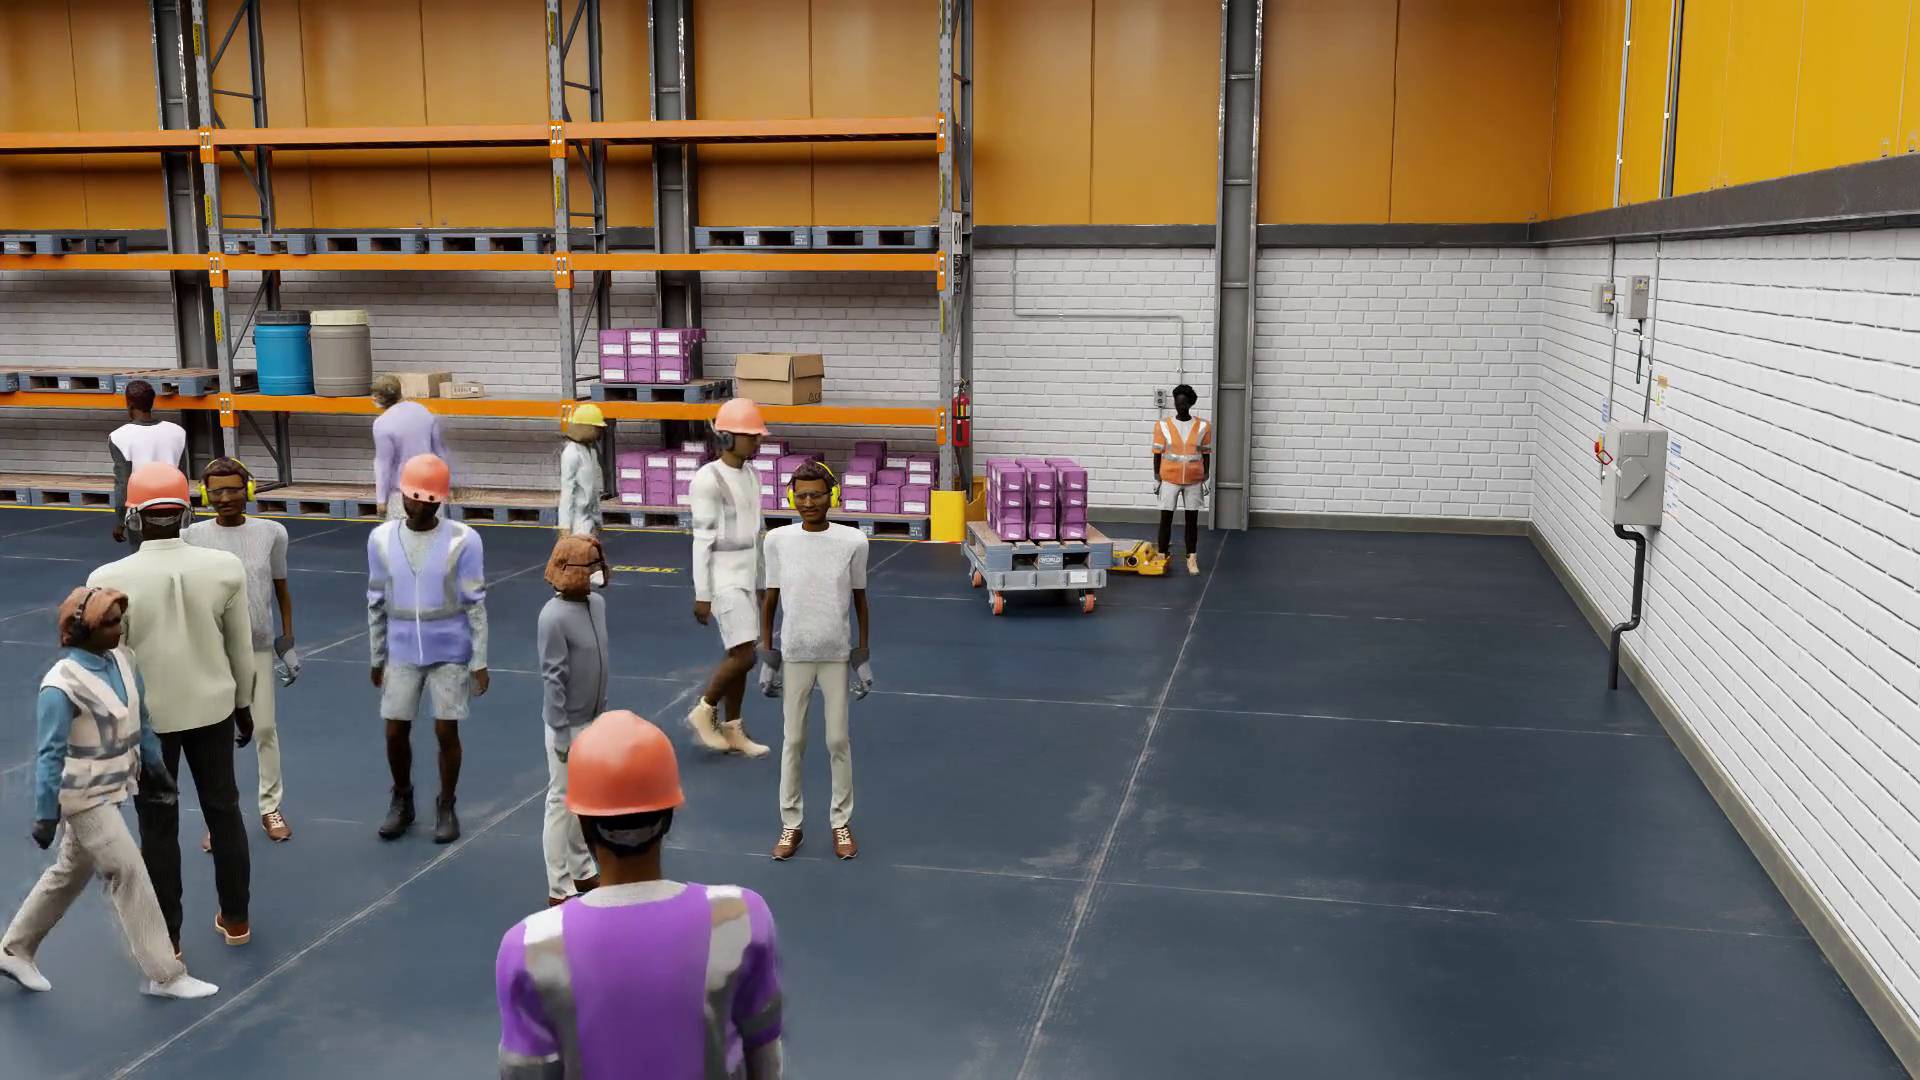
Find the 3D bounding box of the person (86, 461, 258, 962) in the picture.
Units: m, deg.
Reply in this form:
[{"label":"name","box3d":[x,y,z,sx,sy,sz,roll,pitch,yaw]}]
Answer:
[{"label":"person","box3d":[-3.110,0.682,6.602,0.619,1.994,0.381,-9,13,-43]}]

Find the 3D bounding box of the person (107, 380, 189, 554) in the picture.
[{"label":"person","box3d":[-5.821,-0.193,12.008,0.373,1.917,0.594,5,11,27]}]

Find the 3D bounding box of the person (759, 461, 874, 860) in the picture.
[{"label":"person","box3d":[-0.668,0.557,7.713,0.532,1.871,0.319,0,10,-2]}]

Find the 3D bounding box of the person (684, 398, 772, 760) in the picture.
[{"label":"person","box3d":[-1.224,0.232,9.161,0.427,2.027,0.649,4,10,20]}]

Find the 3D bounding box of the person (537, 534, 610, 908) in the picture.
[{"label":"person","box3d":[-1.620,0.779,7.096,0.285,1.634,0.499,2,10,13]}]

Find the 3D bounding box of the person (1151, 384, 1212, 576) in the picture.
[{"label":"person","box3d":[1.949,-0.526,14.628,0.537,1.698,0.320,0,10,1]}]

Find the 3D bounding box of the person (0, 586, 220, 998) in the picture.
[{"label":"person","box3d":[-3.282,0.949,6.216,0.861,1.601,0.517,0,10,-3]}]

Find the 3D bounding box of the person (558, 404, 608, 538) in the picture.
[{"label":"person","box3d":[-2.774,-0.140,12.246,0.402,1.722,0.514,1,10,6]}]

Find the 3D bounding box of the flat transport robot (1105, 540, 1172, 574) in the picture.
[{"label":"flat transport robot","box3d":[1.155,0.129,14.974,1.431,0.197,0.652,2,10,13]}]

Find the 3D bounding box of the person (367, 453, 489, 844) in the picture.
[{"label":"person","box3d":[-2.500,0.525,7.825,0.569,1.904,0.517,0,10,-1]}]

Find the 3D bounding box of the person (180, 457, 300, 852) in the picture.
[{"label":"person","box3d":[-3.411,0.528,7.884,0.513,1.871,0.329,-5,11,-25]}]

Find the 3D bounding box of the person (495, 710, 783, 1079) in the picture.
[{"label":"person","box3d":[-0.642,1.266,3.434,0.554,1.889,0.915,-2,10,-11]}]

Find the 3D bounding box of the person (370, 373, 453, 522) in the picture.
[{"label":"person","box3d":[-4.324,-0.388,13.258,0.420,1.896,0.802,5,11,27]}]
